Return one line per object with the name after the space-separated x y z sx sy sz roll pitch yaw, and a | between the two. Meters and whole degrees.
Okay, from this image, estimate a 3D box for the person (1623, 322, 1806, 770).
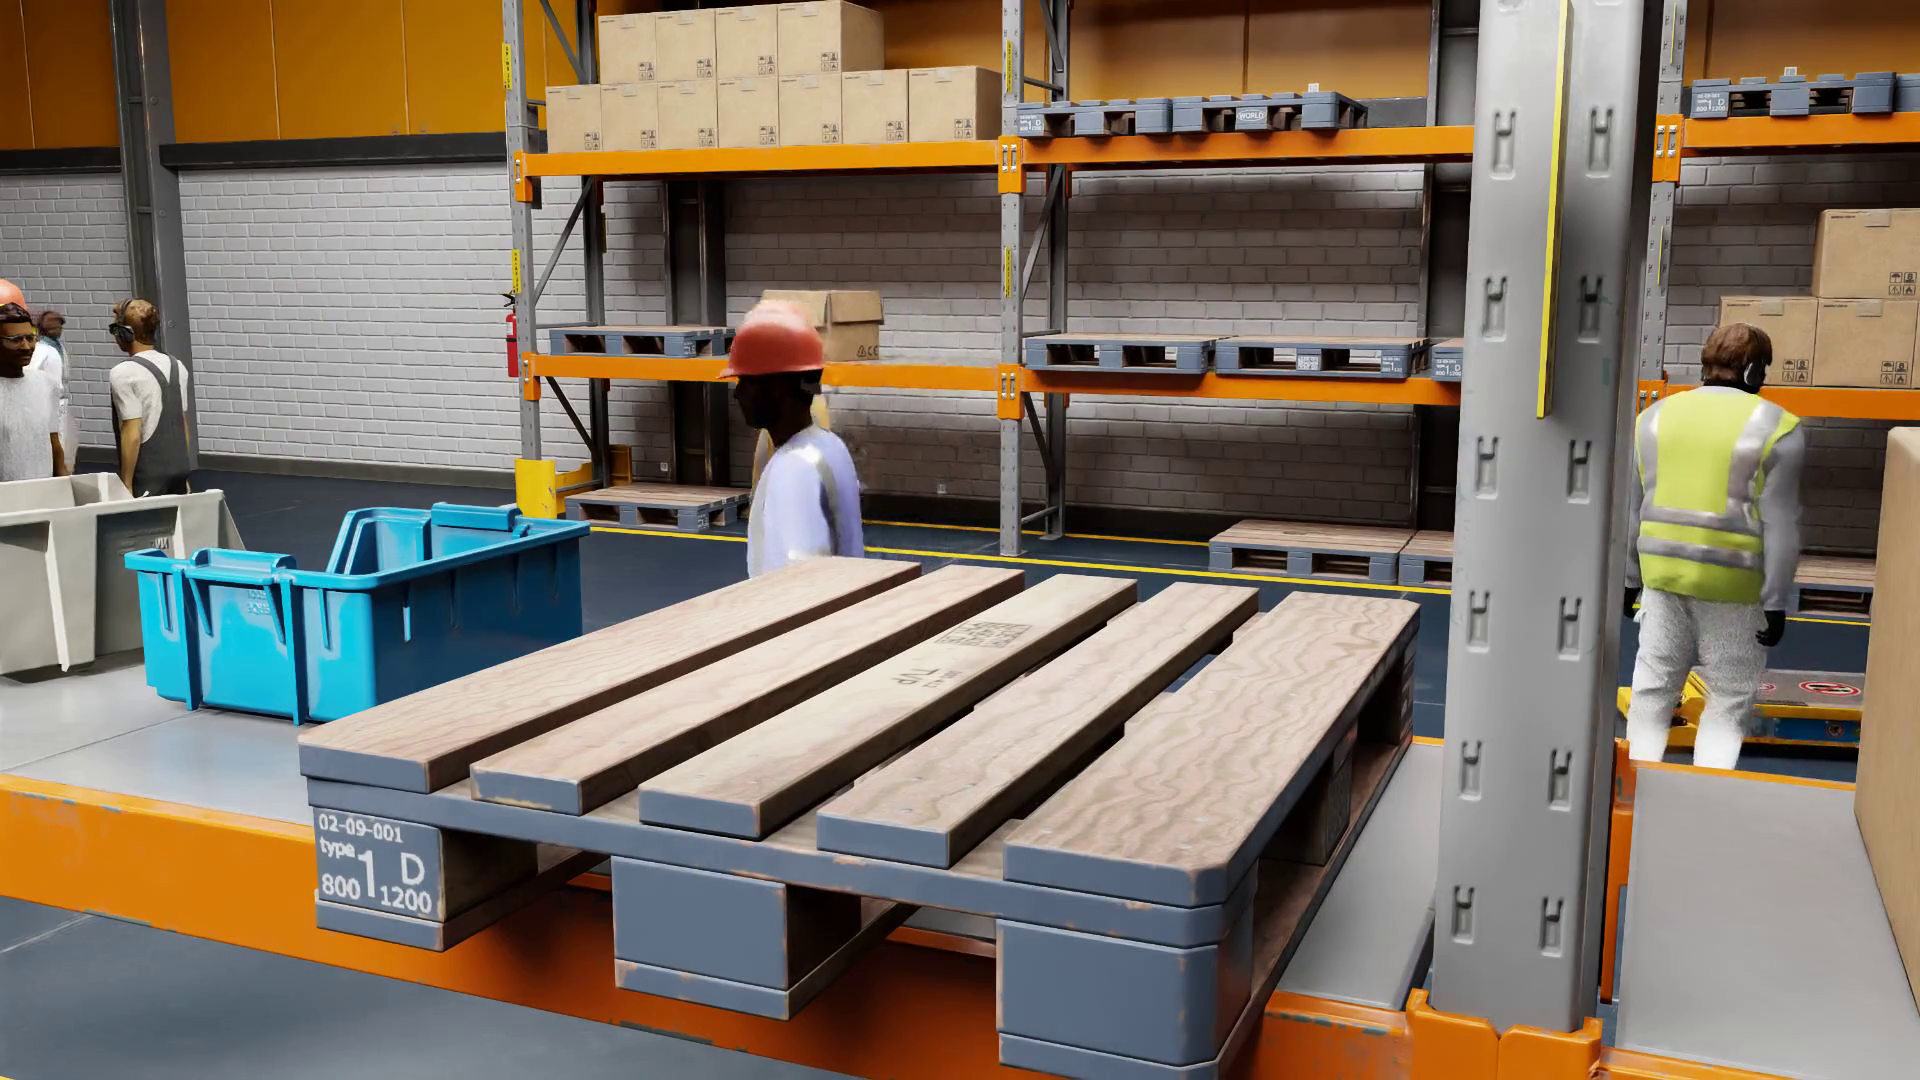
2.595 0.162 5.781 0.432 1.824 0.656 -7 12 -37 | person

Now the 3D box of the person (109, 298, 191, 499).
-4.116 -0.306 8.488 0.339 1.845 0.507 2 10 11 | person

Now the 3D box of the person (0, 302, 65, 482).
-4.177 -0.118 7.365 0.372 1.856 0.528 3 10 18 | person

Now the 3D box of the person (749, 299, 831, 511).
-0.579 0.051 6.215 0.971 1.899 0.557 0 9 -1 | person

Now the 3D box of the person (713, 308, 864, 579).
-0.522 0.328 4.542 0.958 1.894 0.567 2 10 10 | person

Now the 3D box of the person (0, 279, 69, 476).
-5.235 -0.467 9.205 0.542 1.929 0.374 -5 11 -26 | person

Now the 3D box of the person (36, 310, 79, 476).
-7.896 -1.174 14.387 0.558 1.605 0.532 0 9 1 | person

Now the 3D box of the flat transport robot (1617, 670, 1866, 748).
3.595 0.719 7.054 1.431 0.197 0.652 2 10 11 | flat transport robot
